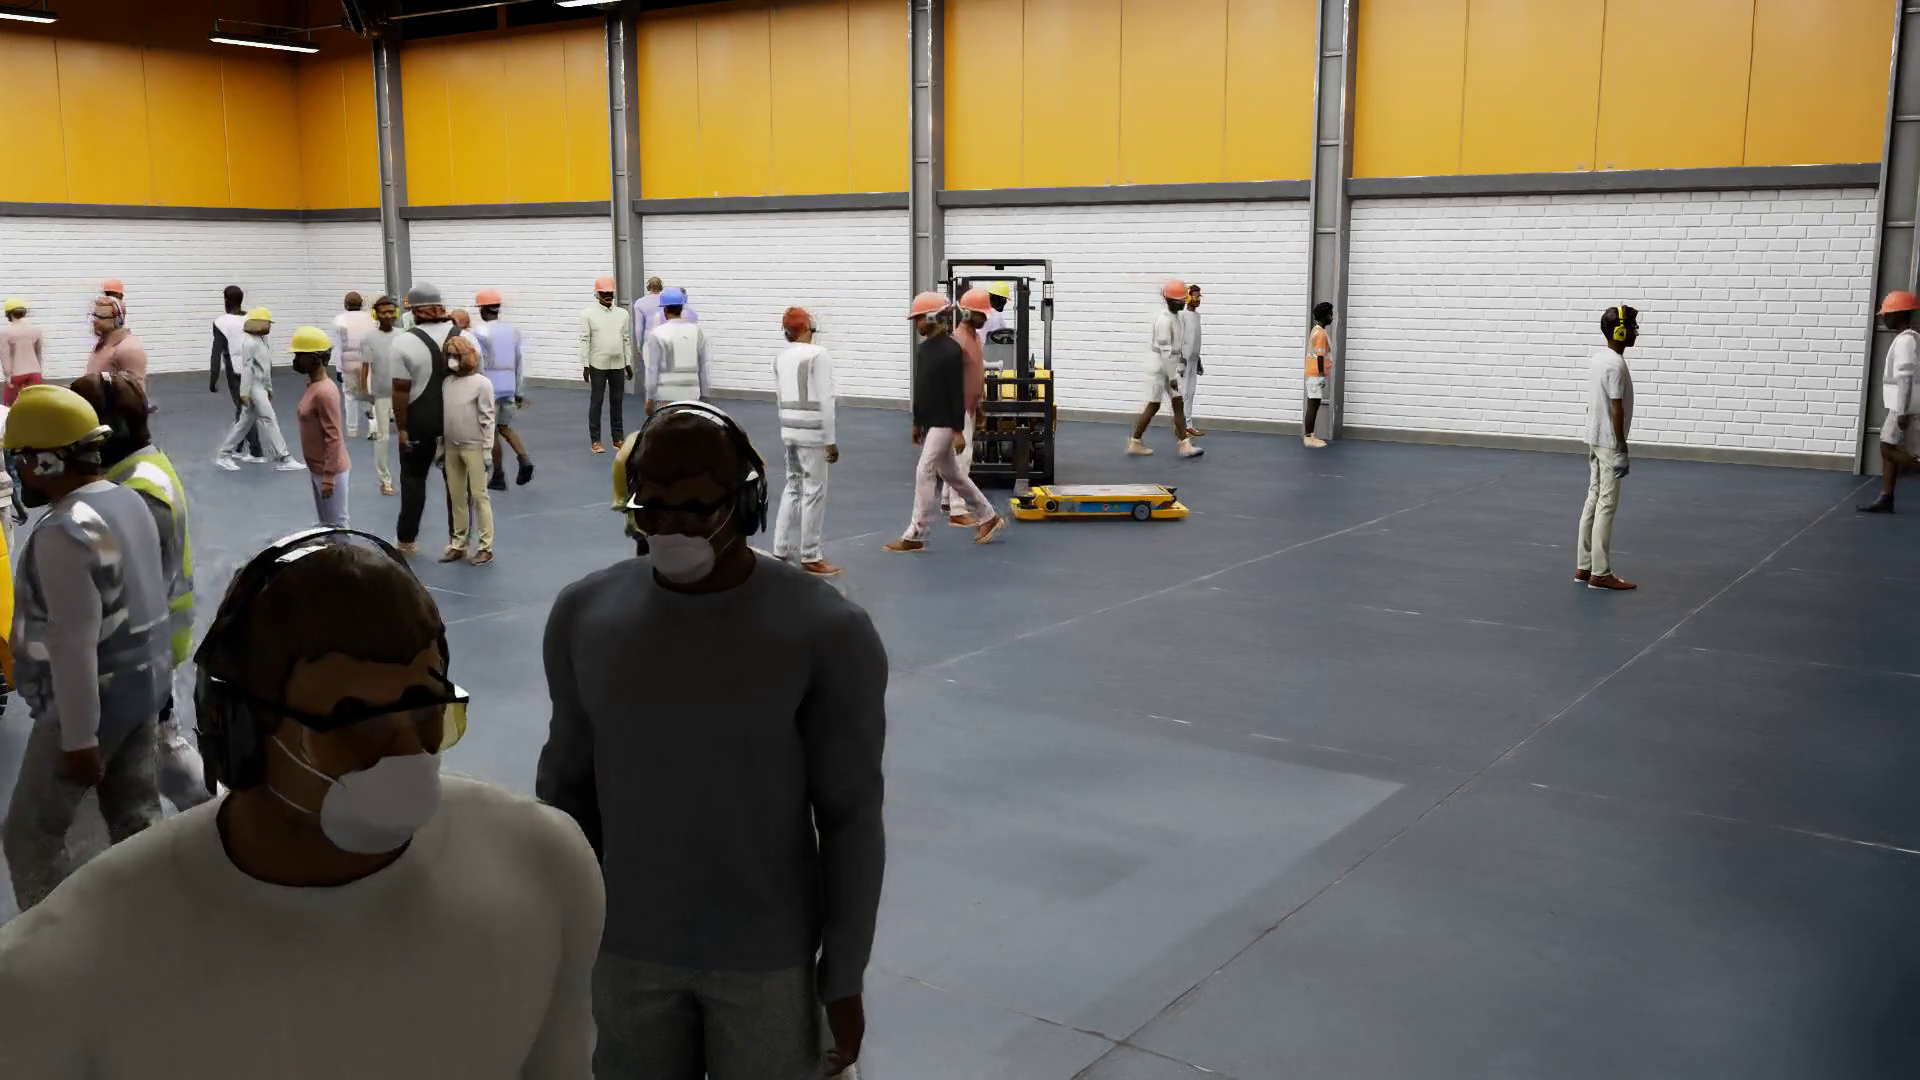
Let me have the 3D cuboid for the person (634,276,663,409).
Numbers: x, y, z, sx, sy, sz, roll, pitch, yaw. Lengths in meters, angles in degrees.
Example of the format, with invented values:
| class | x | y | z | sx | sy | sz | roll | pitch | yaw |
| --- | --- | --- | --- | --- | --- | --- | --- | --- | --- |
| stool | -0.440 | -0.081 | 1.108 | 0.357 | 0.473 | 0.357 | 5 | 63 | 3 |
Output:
| class | x | y | z | sx | sy | sz | roll | pitch | yaw |
| --- | --- | --- | --- | --- | --- | --- | --- | --- | --- |
| person | -4.446 | -2.890 | 24.377 | 0.632 | 1.939 | 0.368 | -4 | 10 | -21 |

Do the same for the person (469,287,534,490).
| class | x | y | z | sx | sy | sz | roll | pitch | yaw |
| --- | --- | --- | --- | --- | --- | --- | --- | --- | --- |
| person | -4.344 | -1.410 | 15.618 | 0.511 | 1.919 | 0.540 | 7 | 12 | 35 |

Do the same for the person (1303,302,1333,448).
| class | x | y | z | sx | sy | sz | roll | pitch | yaw |
| --- | --- | --- | --- | --- | --- | --- | --- | --- | --- |
| person | 4.160 | -1.912 | 19.309 | 0.319 | 1.690 | 0.539 | 1 | 10 | 7 |

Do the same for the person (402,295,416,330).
| class | x | y | z | sx | sy | sz | roll | pitch | yaw |
| --- | --- | --- | --- | --- | --- | --- | --- | --- | --- |
| person | -8.661 | -3.079 | 26.409 | 0.276 | 1.633 | 0.507 | 4 | 10 | 22 |

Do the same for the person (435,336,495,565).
| class | x | y | z | sx | sy | sz | roll | pitch | yaw |
| --- | --- | --- | --- | --- | --- | --- | --- | --- | --- |
| person | -3.537 | -0.638 | 11.880 | 0.500 | 1.632 | 0.289 | 4 | 10 | 25 |

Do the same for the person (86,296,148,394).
| class | x | y | z | sx | sy | sz | roll | pitch | yaw |
| --- | --- | --- | --- | --- | --- | --- | --- | --- | --- |
| person | -6.215 | -0.830 | 12.255 | 0.405 | 1.900 | 0.675 | -9 | 13 | -43 |

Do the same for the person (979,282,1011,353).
| class | x | y | z | sx | sy | sz | roll | pitch | yaw |
| --- | --- | --- | --- | --- | --- | --- | --- | --- | --- |
| person | 0.413 | -2.073 | 19.574 | 0.384 | 1.917 | 0.584 | -2 | 10 | -14 |

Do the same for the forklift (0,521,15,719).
| class | x | y | z | sx | sy | sz | roll | pitch | yaw |
| --- | --- | --- | --- | --- | --- | --- | --- | --- | --- |
| forklift | -5.296 | -0.090 | 6.943 | 1.214 | 2.155 | 2.313 | 7 | 12 | 35 |

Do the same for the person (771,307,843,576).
| class | x | y | z | sx | sy | sz | roll | pitch | yaw |
| --- | --- | --- | --- | --- | --- | --- | --- | --- | --- |
| person | -1.087 | -0.664 | 11.416 | 0.377 | 1.853 | 0.674 | -7 | 12 | -36 |

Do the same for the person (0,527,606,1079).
| class | x | y | z | sx | sy | sz | roll | pitch | yaw |
| --- | --- | --- | --- | --- | --- | --- | --- | --- | --- |
| person | -0.619 | 0.931 | 1.683 | 0.622 | 1.924 | 0.452 | -7 | 12 | -36 |

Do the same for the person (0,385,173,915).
| class | x | y | z | sx | sy | sz | roll | pitch | yaw |
| --- | --- | --- | --- | --- | --- | --- | --- | --- | --- |
| person | -2.587 | 0.464 | 4.769 | 0.611 | 1.810 | 0.602 | 0 | 10 | -2 |

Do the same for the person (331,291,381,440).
| class | x | y | z | sx | sy | sz | roll | pitch | yaw |
| --- | --- | --- | --- | --- | --- | --- | --- | --- | --- |
| person | -7.285 | -2.112 | 20.190 | 0.628 | 1.808 | 0.956 | -5 | 11 | -29 |

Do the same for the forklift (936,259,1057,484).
| class | x | y | z | sx | sy | sz | roll | pitch | yaw |
| --- | --- | --- | --- | --- | --- | --- | --- | --- | --- |
| forklift | 0.370 | -1.738 | 16.759 | 1.214 | 2.155 | 2.313 | 1 | 10 | 3 |

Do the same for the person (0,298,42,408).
| class | x | y | z | sx | sy | sz | roll | pitch | yaw |
| --- | --- | --- | --- | --- | --- | --- | --- | --- | --- |
| person | -10.782 | -1.893 | 19.048 | 0.790 | 1.738 | 0.533 | 7 | 12 | 34 |

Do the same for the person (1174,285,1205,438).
| class | x | y | z | sx | sy | sz | roll | pitch | yaw |
| --- | --- | --- | --- | --- | --- | --- | --- | --- | --- |
| person | 2.829 | -2.191 | 20.420 | 0.329 | 1.872 | 0.509 | 7 | 12 | 36 |

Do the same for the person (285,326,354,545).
| class | x | y | z | sx | sy | sz | roll | pitch | yaw |
| --- | --- | --- | --- | --- | --- | --- | --- | --- | --- |
| person | -3.889 | -0.413 | 10.140 | 0.330 | 1.768 | 0.526 | -5 | 11 | -28 |

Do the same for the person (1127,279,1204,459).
| class | x | y | z | sx | sy | sz | roll | pitch | yaw |
| --- | --- | --- | --- | --- | --- | --- | --- | --- | --- |
| person | 2.251 | -1.857 | 18.172 | 0.886 | 1.974 | 0.641 | 5 | 11 | 29 |

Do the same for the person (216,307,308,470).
| class | x | y | z | sx | sy | sz | roll | pitch | yaw |
| --- | --- | --- | --- | --- | --- | --- | --- | --- | --- |
| person | -7.279 | -1.553 | 17.155 | 0.917 | 1.690 | 0.495 | -2 | 10 | -9 |

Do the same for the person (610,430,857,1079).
| class | x | y | z | sx | sy | sz | roll | pitch | yaw |
| --- | --- | --- | --- | --- | --- | --- | --- | --- | --- |
| person | -0.562 | 0.625 | 3.936 | 0.621 | 1.784 | 0.932 | -9 | 13 | -44 |

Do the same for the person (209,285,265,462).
| class | x | y | z | sx | sy | sz | roll | pitch | yaw |
| --- | --- | --- | --- | --- | --- | --- | --- | --- | --- |
| person | -7.857 | -1.787 | 17.951 | 0.883 | 1.885 | 0.620 | 5 | 11 | 27 |

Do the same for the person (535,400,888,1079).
| class | x | y | z | sx | sy | sz | roll | pitch | yaw |
| --- | --- | --- | --- | --- | --- | --- | --- | --- | --- |
| person | -0.436 | 0.722 | 2.886 | 0.628 | 1.935 | 0.373 | 2 | 10 | 12 |

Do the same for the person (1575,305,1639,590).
| class | x | y | z | sx | sy | sz | roll | pitch | yaw |
| --- | --- | --- | --- | --- | --- | --- | --- | --- | --- |
| person | 4.308 | -0.612 | 11.010 | 0.328 | 1.873 | 0.519 | 0 | 10 | 1 |

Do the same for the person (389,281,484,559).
| class | x | y | z | sx | sy | sz | roll | pitch | yaw |
| --- | --- | --- | --- | --- | --- | --- | --- | --- | --- |
| person | -3.867 | -0.891 | 12.170 | 0.701 | 2.000 | 0.770 | -7 | 12 | -35 |

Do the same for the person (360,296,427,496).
| class | x | y | z | sx | sy | sz | roll | pitch | yaw |
| --- | --- | --- | --- | --- | --- | --- | --- | --- | --- |
| person | -5.155 | -1.290 | 15.146 | 0.561 | 1.839 | 0.797 | -7 | 12 | -37 |

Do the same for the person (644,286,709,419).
| class | x | y | z | sx | sy | sz | roll | pitch | yaw |
| --- | --- | --- | --- | --- | --- | --- | --- | --- | --- |
| person | -2.572 | -1.323 | 15.080 | 0.608 | 1.933 | 0.430 | -9 | 13 | -44 |

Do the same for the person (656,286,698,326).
| class | x | y | z | sx | sy | sz | roll | pitch | yaw |
| --- | --- | --- | --- | --- | --- | --- | --- | --- | --- |
| person | -3.663 | -2.369 | 21.605 | 0.605 | 1.825 | 0.453 | -5 | 11 | -28 |

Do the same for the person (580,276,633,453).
| class | x | y | z | sx | sy | sz | roll | pitch | yaw |
| --- | --- | --- | --- | --- | --- | --- | --- | --- | --- |
| person | -3.992 | -1.987 | 18.835 | 0.626 | 1.992 | 0.387 | -7 | 12 | -38 |

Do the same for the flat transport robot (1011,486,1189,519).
| class | x | y | z | sx | sy | sz | roll | pitch | yaw |
| --- | --- | --- | --- | --- | --- | --- | --- | --- | --- |
| flat transport robot | 1.170 | -0.329 | 14.080 | 1.431 | 0.197 | 0.652 | -1 | 10 | -3 |

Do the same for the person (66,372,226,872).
| class | x | y | z | sx | sy | sz | roll | pitch | yaw |
| --- | --- | --- | --- | --- | --- | --- | --- | --- | --- |
| person | -2.688 | 0.359 | 5.407 | 0.788 | 1.818 | 0.642 | -5 | 11 | -25 |

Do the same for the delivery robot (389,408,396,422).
| class | x | y | z | sx | sy | sz | roll | pitch | yaw |
| --- | --- | --- | --- | --- | --- | --- | --- | --- | --- |
| delivery robot | -7.085 | -1.702 | 21.137 | 0.477 | 0.478 | 0.707 | -8 | 13 | -41 |

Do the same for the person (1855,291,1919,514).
| class | x | y | z | sx | sy | sz | roll | pitch | yaw |
| --- | --- | --- | --- | --- | --- | --- | --- | --- | --- |
| person | 8.041 | -1.140 | 14.052 | 0.647 | 1.912 | 0.566 | 6 | 11 | 32 |

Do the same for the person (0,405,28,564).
| class | x | y | z | sx | sy | sz | roll | pitch | yaw |
| --- | --- | --- | --- | --- | --- | --- | --- | --- | --- |
| person | -5.399 | -0.177 | 9.119 | 0.311 | 1.636 | 0.522 | 8 | 13 | 41 |

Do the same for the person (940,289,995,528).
| class | x | y | z | sx | sy | sz | roll | pitch | yaw |
| --- | --- | --- | --- | --- | --- | --- | --- | --- | --- |
| person | 0.022 | -1.093 | 13.726 | 0.575 | 1.939 | 0.810 | 3 | 10 | 16 |

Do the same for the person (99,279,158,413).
| class | x | y | z | sx | sy | sz | roll | pitch | yaw |
| --- | --- | --- | --- | --- | --- | --- | --- | --- | --- |
| person | -11.510 | -2.629 | 22.918 | 0.872 | 1.903 | 0.579 | -6 | 11 | -30 |

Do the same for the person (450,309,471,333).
| class | x | y | z | sx | sy | sz | roll | pitch | yaw |
| --- | --- | --- | --- | --- | --- | --- | --- | --- | --- |
| person | -5.753 | -1.844 | 19.138 | 0.531 | 1.597 | 0.858 | -9 | 13 | -42 |

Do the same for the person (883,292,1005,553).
| class | x | y | z | sx | sy | sz | roll | pitch | yaw |
| --- | --- | --- | --- | --- | --- | --- | --- | --- | --- |
| person | -0.095 | -0.888 | 12.470 | 1.008 | 1.944 | 0.653 | -4 | 10 | -24 |
